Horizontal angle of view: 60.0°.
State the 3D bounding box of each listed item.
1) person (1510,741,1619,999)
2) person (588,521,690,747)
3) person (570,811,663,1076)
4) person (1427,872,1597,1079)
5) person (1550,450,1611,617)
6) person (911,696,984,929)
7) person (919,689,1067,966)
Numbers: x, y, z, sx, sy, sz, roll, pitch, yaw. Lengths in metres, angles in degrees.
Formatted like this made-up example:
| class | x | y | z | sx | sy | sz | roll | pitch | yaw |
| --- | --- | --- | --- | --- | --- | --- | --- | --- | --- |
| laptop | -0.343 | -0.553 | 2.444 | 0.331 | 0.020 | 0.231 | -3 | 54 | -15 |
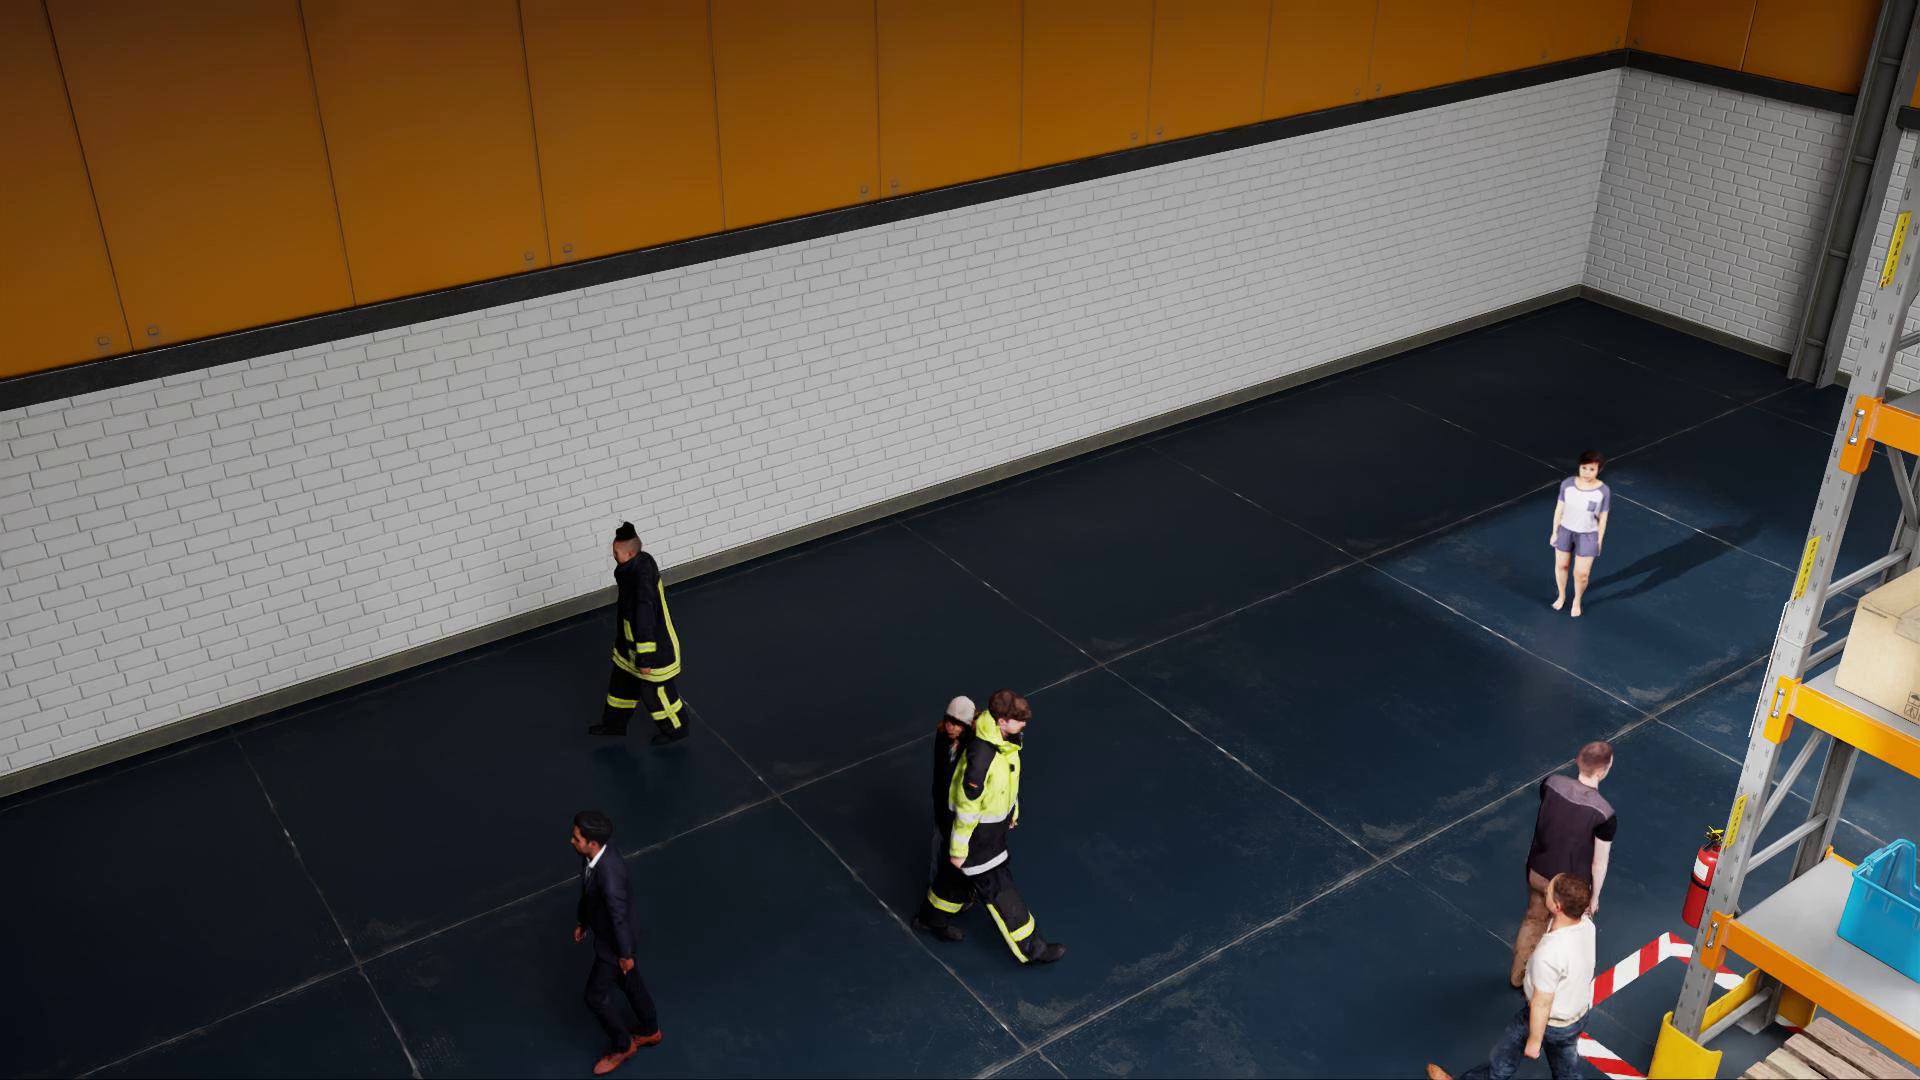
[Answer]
| class | x | y | z | sx | sy | sz | roll | pitch | yaw |
| --- | --- | --- | --- | --- | --- | --- | --- | --- | --- |
| person | 3.454 | 1.984 | 9.742 | 0.758 | 1.818 | 0.628 | -19 | 34 | -31 |
| person | -2.308 | 0.712 | 12.061 | 0.986 | 1.829 | 0.995 | -11 | 30 | -19 |
| person | -1.859 | 2.227 | 9.415 | 0.788 | 1.703 | 0.680 | -12 | 31 | -22 |
| person | 3.173 | 2.569 | 8.669 | 0.749 | 1.818 | 1.170 | -22 | 36 | -35 |
| person | 5.137 | -0.077 | 13.811 | 0.655 | 1.539 | 0.724 | 18 | 33 | 29 |
| person | 0.056 | 1.667 | 10.530 | 0.885 | 1.619 | 0.863 | 19 | 34 | 31 |
| person | 0.034 | 1.731 | 10.118 | 1.405 | 1.902 | 1.269 | 11 | 31 | 20 |
